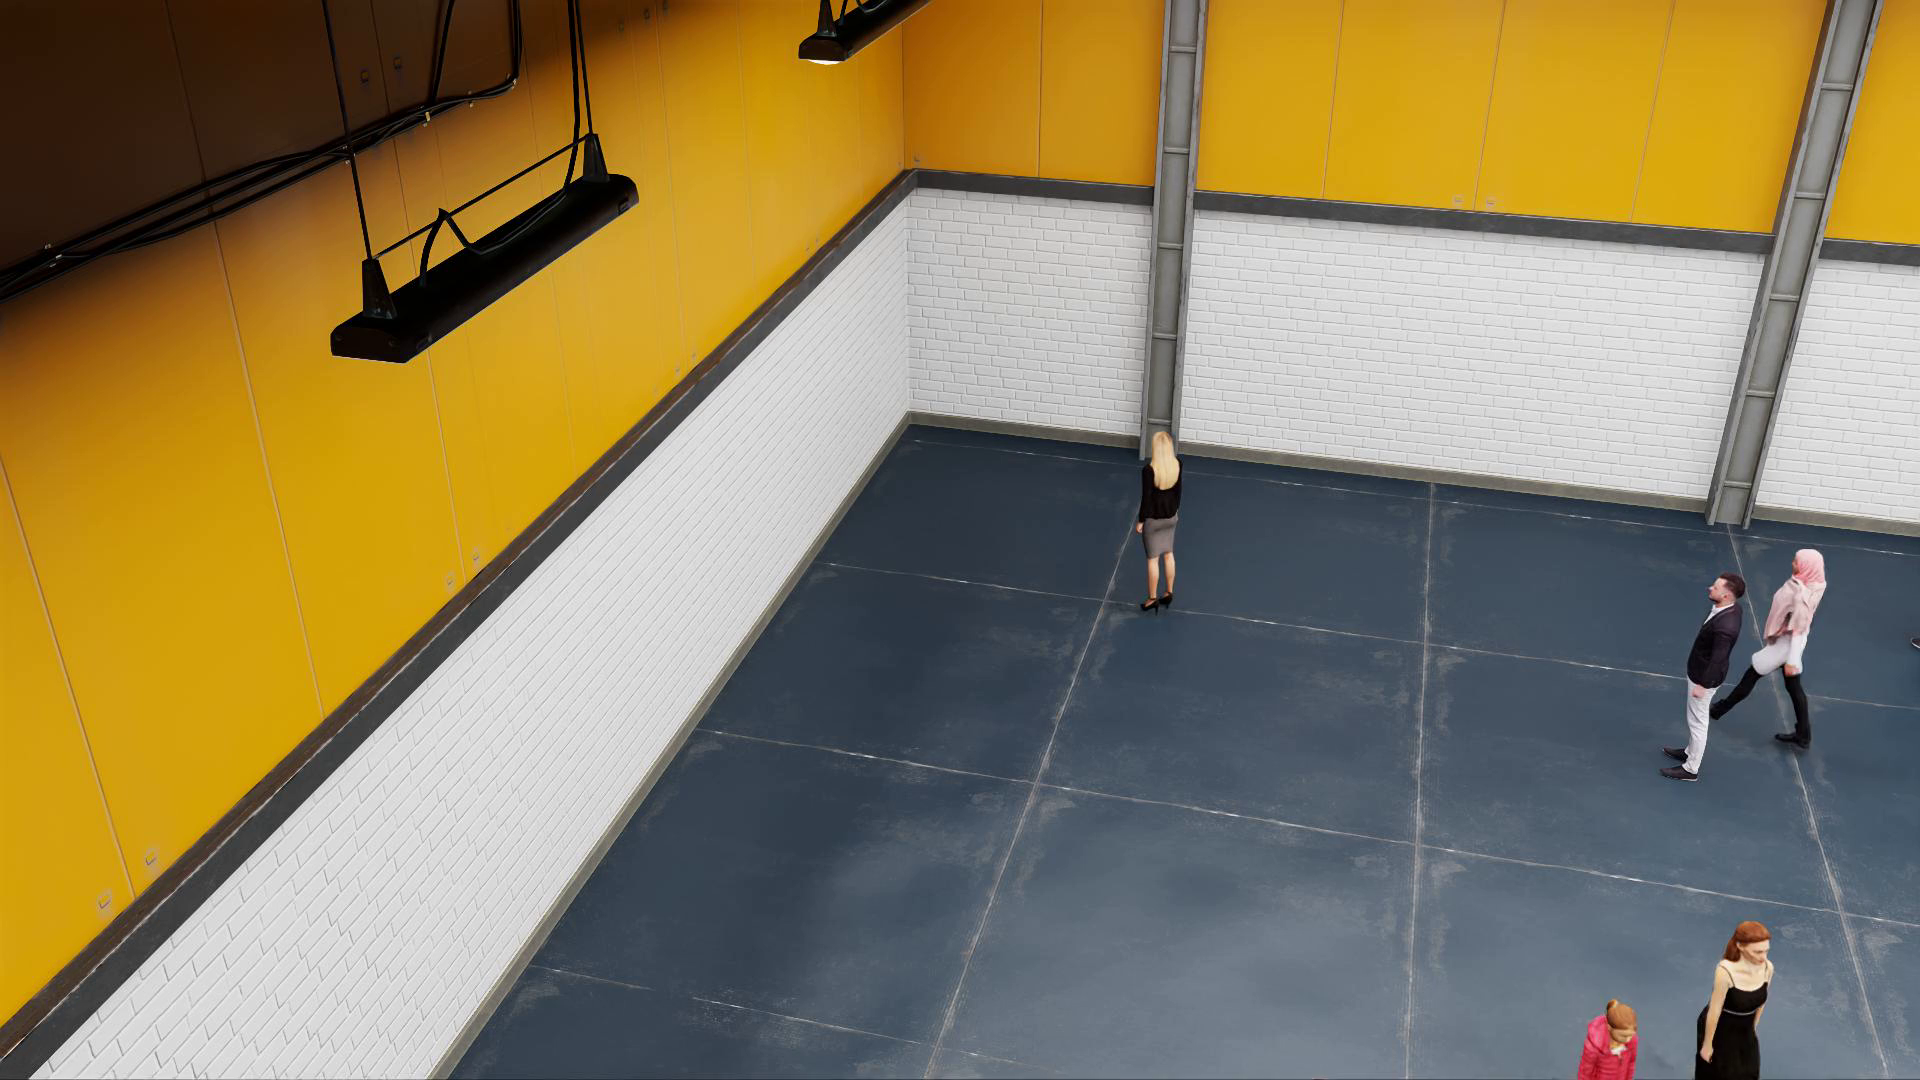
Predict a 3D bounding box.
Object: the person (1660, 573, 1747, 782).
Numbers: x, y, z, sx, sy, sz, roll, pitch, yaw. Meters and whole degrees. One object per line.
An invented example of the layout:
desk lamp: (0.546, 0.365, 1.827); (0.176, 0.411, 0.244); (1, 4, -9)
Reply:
person: (5.931, 1.072, 13.174); (0.640, 1.844, 0.702); (15, 32, 25)

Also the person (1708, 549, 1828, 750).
person: (6.821, 0.925, 13.545); (1.258, 1.747, 0.921); (18, 34, 30)

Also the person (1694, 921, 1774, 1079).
person: (4.583, 2.911, 10.043); (0.692, 1.613, 0.755); (-4, 29, -8)

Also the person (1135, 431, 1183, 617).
person: (1.852, -0.158, 15.431); (0.696, 1.841, 0.752); (-16, 32, -27)

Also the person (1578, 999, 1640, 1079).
person: (3.788, 3.174, 9.889); (0.620, 1.300, 0.692); (-5, 29, -10)
